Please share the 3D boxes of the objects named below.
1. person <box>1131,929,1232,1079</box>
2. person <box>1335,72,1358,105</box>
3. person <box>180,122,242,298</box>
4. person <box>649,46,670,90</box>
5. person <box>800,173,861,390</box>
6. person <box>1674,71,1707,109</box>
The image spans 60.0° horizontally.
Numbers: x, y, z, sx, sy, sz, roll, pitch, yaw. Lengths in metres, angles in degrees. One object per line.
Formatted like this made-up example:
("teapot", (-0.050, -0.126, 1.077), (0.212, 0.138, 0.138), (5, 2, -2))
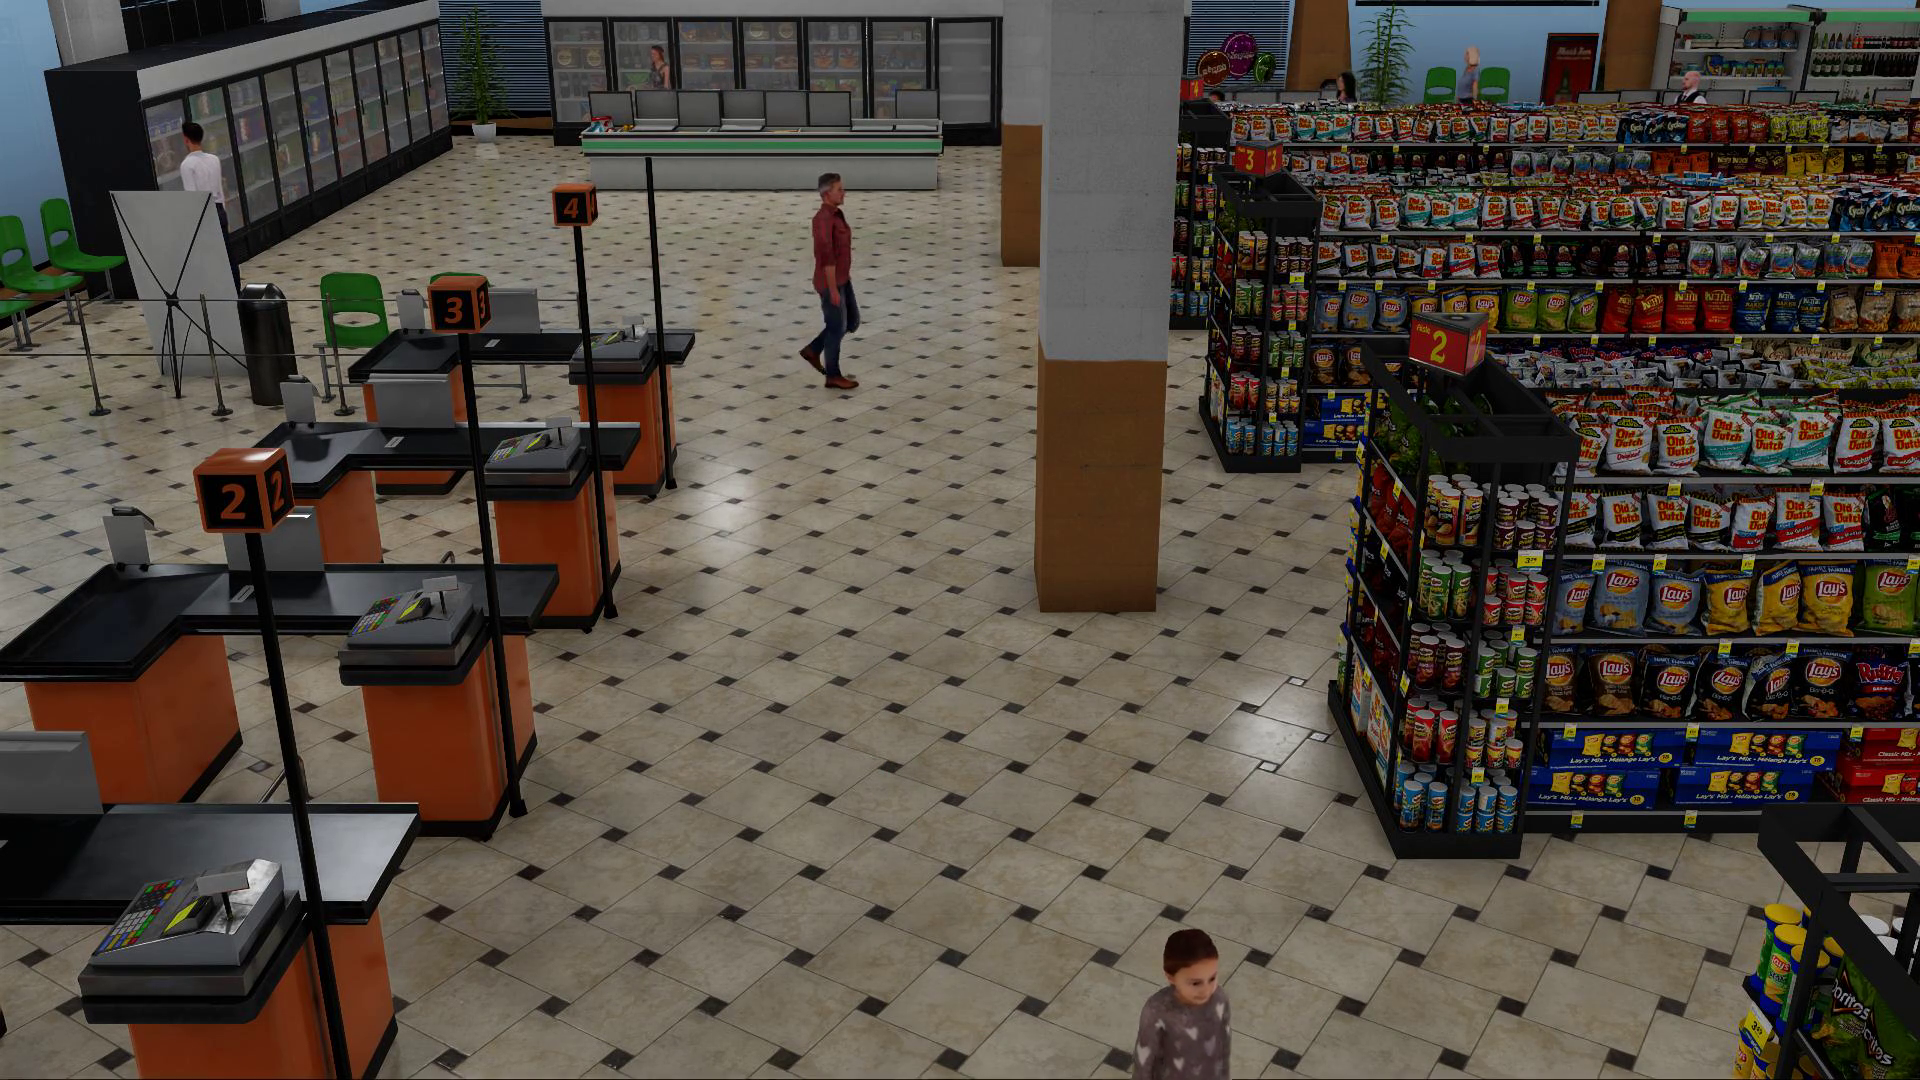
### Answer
("person", (0.671, 1.698, 5.222), (0.709, 1.187, 0.684), (-8, 23, -20))
("person", (5.103, -5.327, 22.029), (0.944, 1.692, 0.763), (-8, 23, -18))
("person", (-7.448, -3.192, 16.479), (0.703, 1.868, 0.704), (9, 24, 22))
("person", (-4.483, -6.707, 25.482), (0.822, 1.678, 0.762), (-20, 29, -40))
("person", (-1.148, -2.165, 13.991), (0.832, 1.817, 0.759), (3, 22, 8))
("person", (9.133, -4.987, 21.007), (0.670, 1.822, 0.745), (-5, 23, -13))
